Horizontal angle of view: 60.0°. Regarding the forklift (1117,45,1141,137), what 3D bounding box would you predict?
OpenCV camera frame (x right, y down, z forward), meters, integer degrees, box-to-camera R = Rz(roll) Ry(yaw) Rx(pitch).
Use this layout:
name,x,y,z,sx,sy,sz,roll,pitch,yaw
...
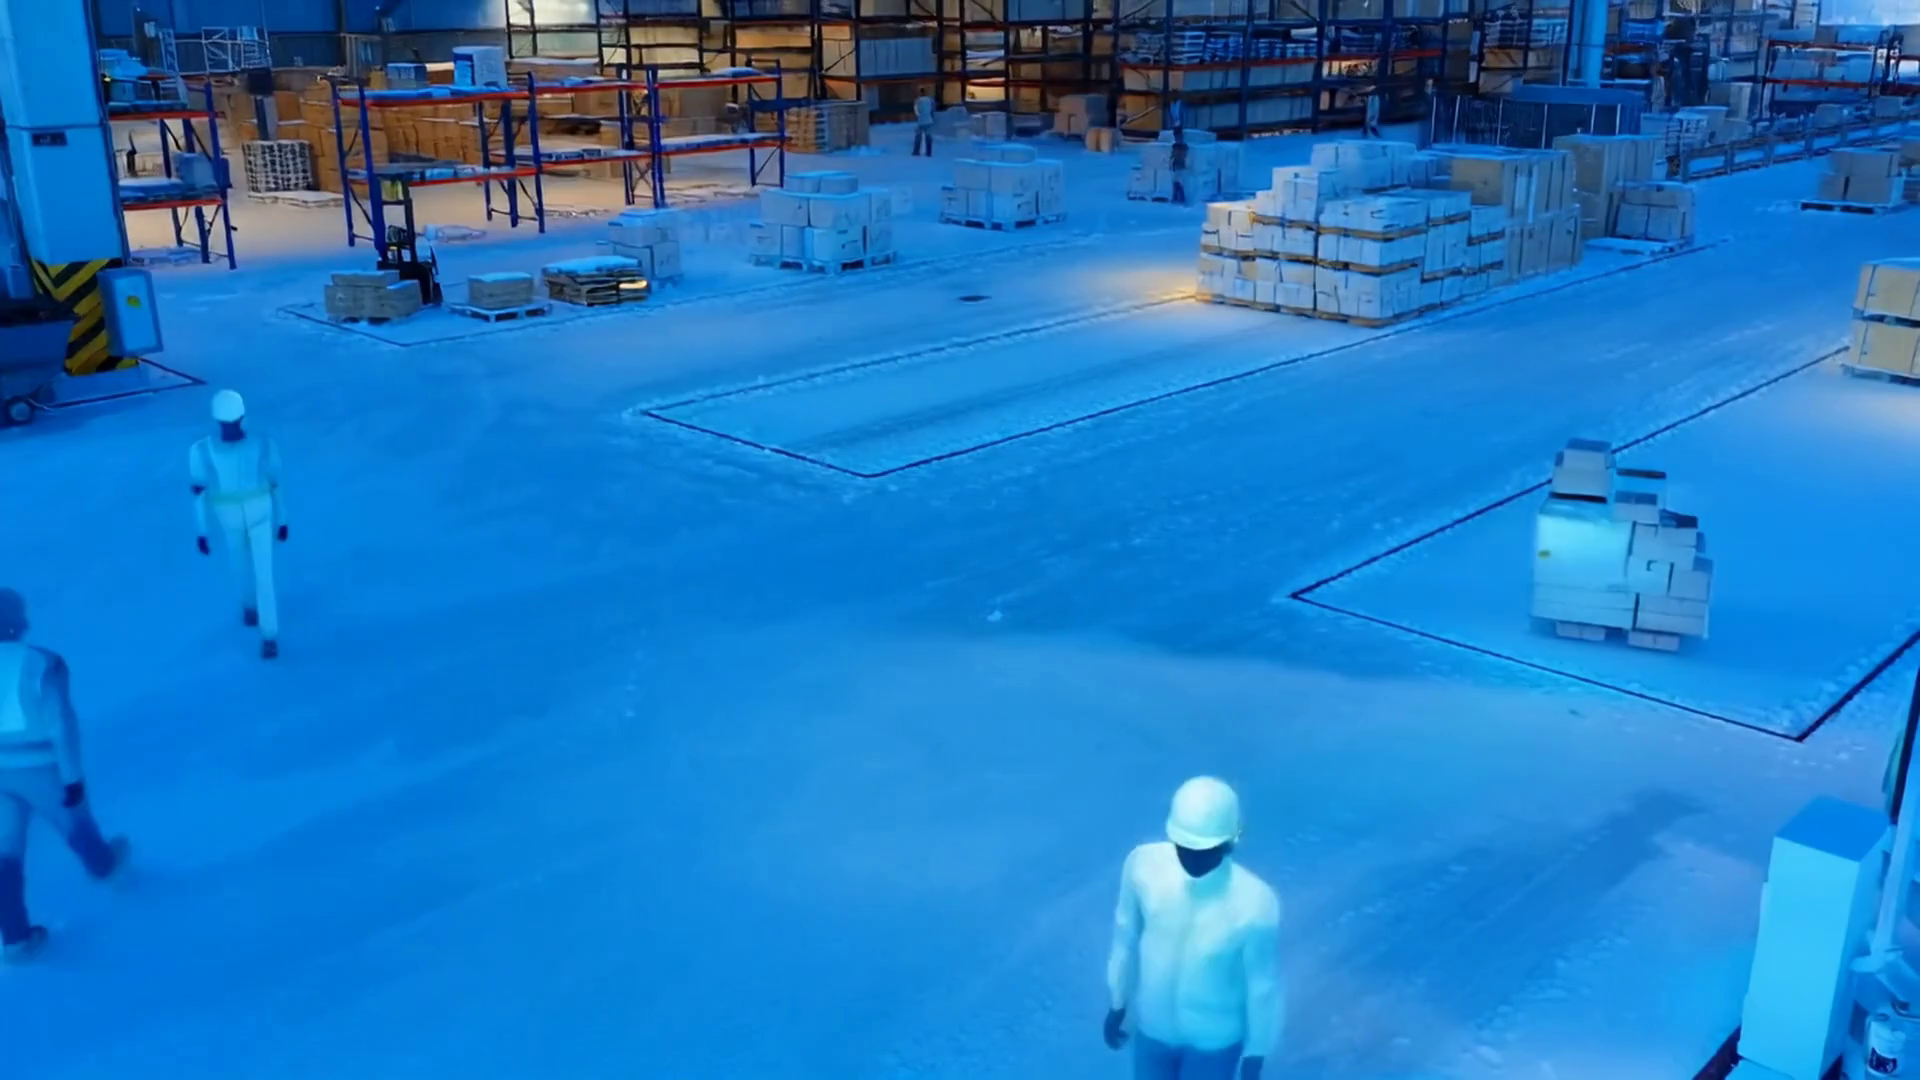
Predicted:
name,x,y,z,sx,sy,sz,roll,pitch,yaw
forklift,5.317,-14.279,52.802,1.129,2.768,1.873,17,25,41

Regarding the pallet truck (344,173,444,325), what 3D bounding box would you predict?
name,x,y,z,sx,sy,sz,roll,pitch,yaw
pallet truck,-8.209,-4.181,23.757,0.823,1.965,1.885,3,19,9

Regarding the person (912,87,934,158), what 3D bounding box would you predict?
name,x,y,z,sx,sy,sz,roll,pitch,yaw
person,-1.018,-11.638,46.367,0.613,1.907,1.043,-9,20,-24

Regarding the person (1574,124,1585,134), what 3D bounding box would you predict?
name,x,y,z,sx,sy,sz,roll,pitch,yaw
person,12.520,-7.512,33.930,0.629,1.921,0.490,-10,21,-27

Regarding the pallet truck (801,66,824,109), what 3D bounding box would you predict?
name,x,y,z,sx,sy,sz,roll,pitch,yaw
pallet truck,-4.812,-15.182,56.903,0.823,1.965,1.885,-9,21,-26

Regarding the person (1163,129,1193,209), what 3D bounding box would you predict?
name,x,y,z,sx,sy,sz,roll,pitch,yaw
person,4.705,-7.934,35.586,0.826,1.669,0.534,17,25,41

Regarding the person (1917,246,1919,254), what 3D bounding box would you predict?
name,x,y,z,sx,sy,sz,roll,pitch,yaw
person,17.406,-5.953,29.030,0.682,2.000,1.022,-12,22,-33

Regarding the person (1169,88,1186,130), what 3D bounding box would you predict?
name,x,y,z,sx,sy,sz,roll,pitch,yaw
person,5.935,-11.531,46.077,0.889,1.879,0.612,-9,20,-25

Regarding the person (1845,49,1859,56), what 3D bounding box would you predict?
name,x,y,z,sx,sy,sz,roll,pitch,yaw
person,42.237,-22.415,78.919,0.658,1.863,0.999,1,18,3

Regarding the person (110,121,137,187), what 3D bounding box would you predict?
name,x,y,z,sx,sy,sz,roll,pitch,yaw
person,-19.217,-8.916,38.118,0.629,1.939,0.372,-17,25,-42

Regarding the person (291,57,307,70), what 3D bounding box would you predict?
name,x,y,z,sx,sy,sz,roll,pitch,yaw
person,-26.087,-18.097,65.786,0.629,1.935,0.372,-17,25,-42

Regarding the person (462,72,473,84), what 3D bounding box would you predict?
name,x,y,z,sx,sy,sz,roll,pitch,yaw
person,-15.664,-13.894,53.036,0.612,1.987,0.399,-17,25,-42

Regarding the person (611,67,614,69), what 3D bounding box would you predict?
name,x,y,z,sx,sy,sz,roll,pitch,yaw
person,-15.529,-20.761,74.276,0.515,1.636,0.315,-17,25,-42

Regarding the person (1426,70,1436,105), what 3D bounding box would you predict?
name,x,y,z,sx,sy,sz,roll,pitch,yaw
person,17.264,-16.381,60.993,0.368,1.684,0.556,6,19,17

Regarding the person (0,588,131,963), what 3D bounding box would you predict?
name,x,y,z,sx,sy,sz,roll,pitch,yaw
person,-4.576,1.086,8.199,0.645,1.791,0.992,0,18,-1

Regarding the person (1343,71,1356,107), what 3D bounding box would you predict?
name,x,y,z,sx,sy,sz,roll,pitch,yaw
person,14.317,-16.373,61.029,0.862,1.650,0.548,-5,19,-14

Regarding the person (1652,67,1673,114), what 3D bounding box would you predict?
name,x,y,z,sx,sy,sz,roll,pitch,yaw
person,24.576,-15.578,58.225,0.853,1.924,0.608,-4,19,-13

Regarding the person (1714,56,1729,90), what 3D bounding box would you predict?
name,x,y,z,sx,sy,sz,roll,pitch,yaw
person,32.699,-19.876,71.402,0.588,1.766,0.981,-12,22,-31

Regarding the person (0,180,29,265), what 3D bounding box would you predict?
name,x,y,z,sx,sy,sz,roll,pitch,yaw
person,-13.943,-4.333,24.429,0.513,1.863,0.329,-17,25,-42

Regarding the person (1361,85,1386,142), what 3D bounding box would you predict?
name,x,y,z,sx,sy,sz,roll,pitch,yaw
person,12.047,-12.287,48.381,1.017,1.885,0.556,-6,19,-19

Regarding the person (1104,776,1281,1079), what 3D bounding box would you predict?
name,x,y,z,sx,sy,sz,roll,pitch,yaw
person,0.869,1.706,6.069,0.626,1.969,0.769,12,22,32

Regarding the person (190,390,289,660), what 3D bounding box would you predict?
name,x,y,z,sx,sy,sz,roll,pitch,yaw
person,-5.127,-0.173,11.888,0.606,1.884,1.010,-7,20,-21

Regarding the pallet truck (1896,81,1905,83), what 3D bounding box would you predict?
name,x,y,z,sx,sy,sz,roll,pitch,yaw
pallet truck,34.802,-16.331,61.455,0.653,1.274,1.630,17,25,41

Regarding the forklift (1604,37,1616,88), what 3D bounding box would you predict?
name,x,y,z,sx,sy,sz,roll,pitch,yaw
forklift,23.366,-16.971,60.912,1.129,2.768,1.873,17,25,41

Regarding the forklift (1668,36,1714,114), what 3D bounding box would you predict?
name,x,y,z,sx,sy,sz,roll,pitch,yaw
forklift,27.341,-17.291,61.877,1.129,2.768,1.873,17,25,41

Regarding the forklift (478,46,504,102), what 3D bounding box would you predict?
name,x,y,z,sx,sy,sz,roll,pitch,yaw
forklift,-14.397,-13.832,51.456,1.129,2.768,1.873,17,25,41

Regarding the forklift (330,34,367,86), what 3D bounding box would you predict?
name,x,y,z,sx,sy,sz,roll,pitch,yaw
forklift,-23.532,-18.275,64.841,1.129,2.768,1.873,17,25,41

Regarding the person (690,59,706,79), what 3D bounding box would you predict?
name,x,y,z,sx,sy,sz,roll,pitch,yaw
person,-10.228,-17.748,64.799,0.657,1.893,0.415,7,20,21
